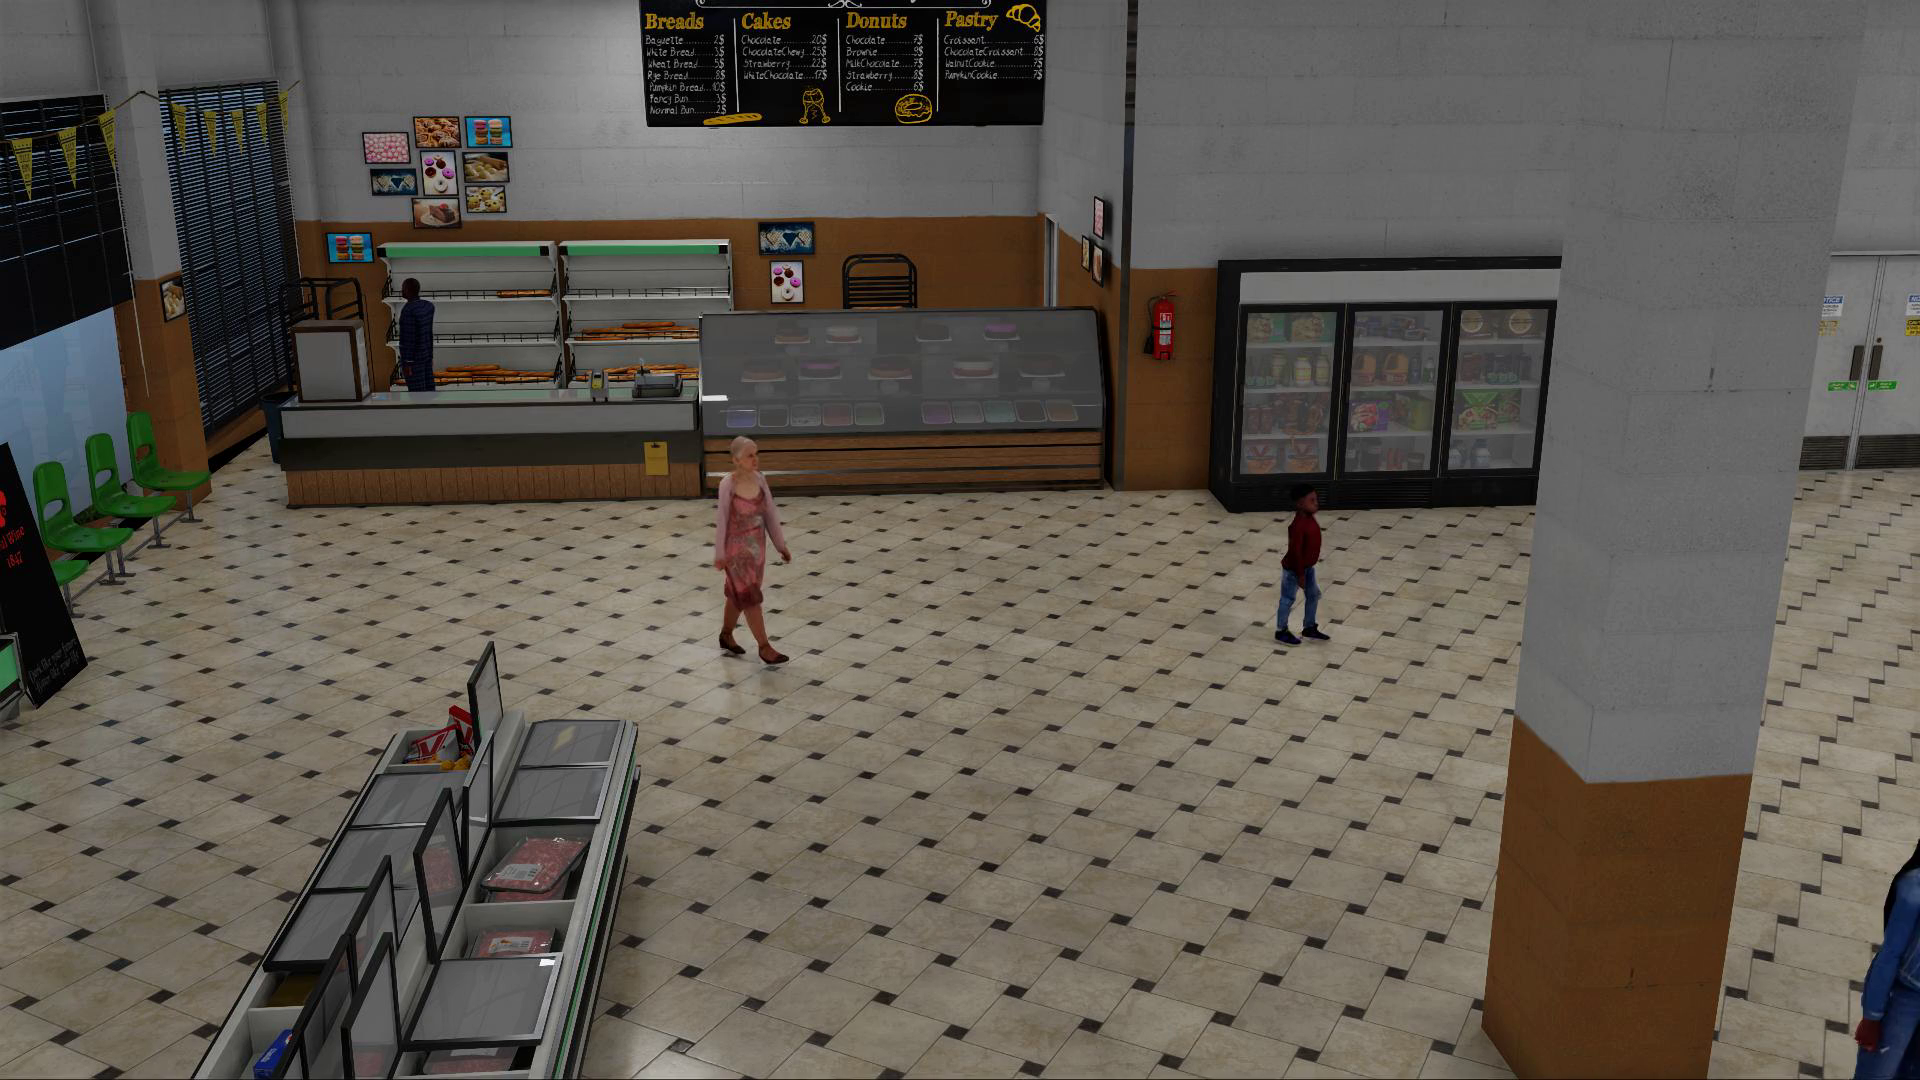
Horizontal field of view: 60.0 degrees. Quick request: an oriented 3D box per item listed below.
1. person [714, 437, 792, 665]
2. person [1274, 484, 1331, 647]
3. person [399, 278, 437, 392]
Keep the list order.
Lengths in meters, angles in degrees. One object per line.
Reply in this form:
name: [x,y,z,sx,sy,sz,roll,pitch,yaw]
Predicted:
person: [-1.628,0.072,12.012,1.020,1.656,1.002,11,20,32]
person: [2.463,0.178,12.373,0.733,1.245,0.676,10,20,30]
person: [-6.083,-2.037,18.668,0.811,1.824,0.675,4,17,14]
